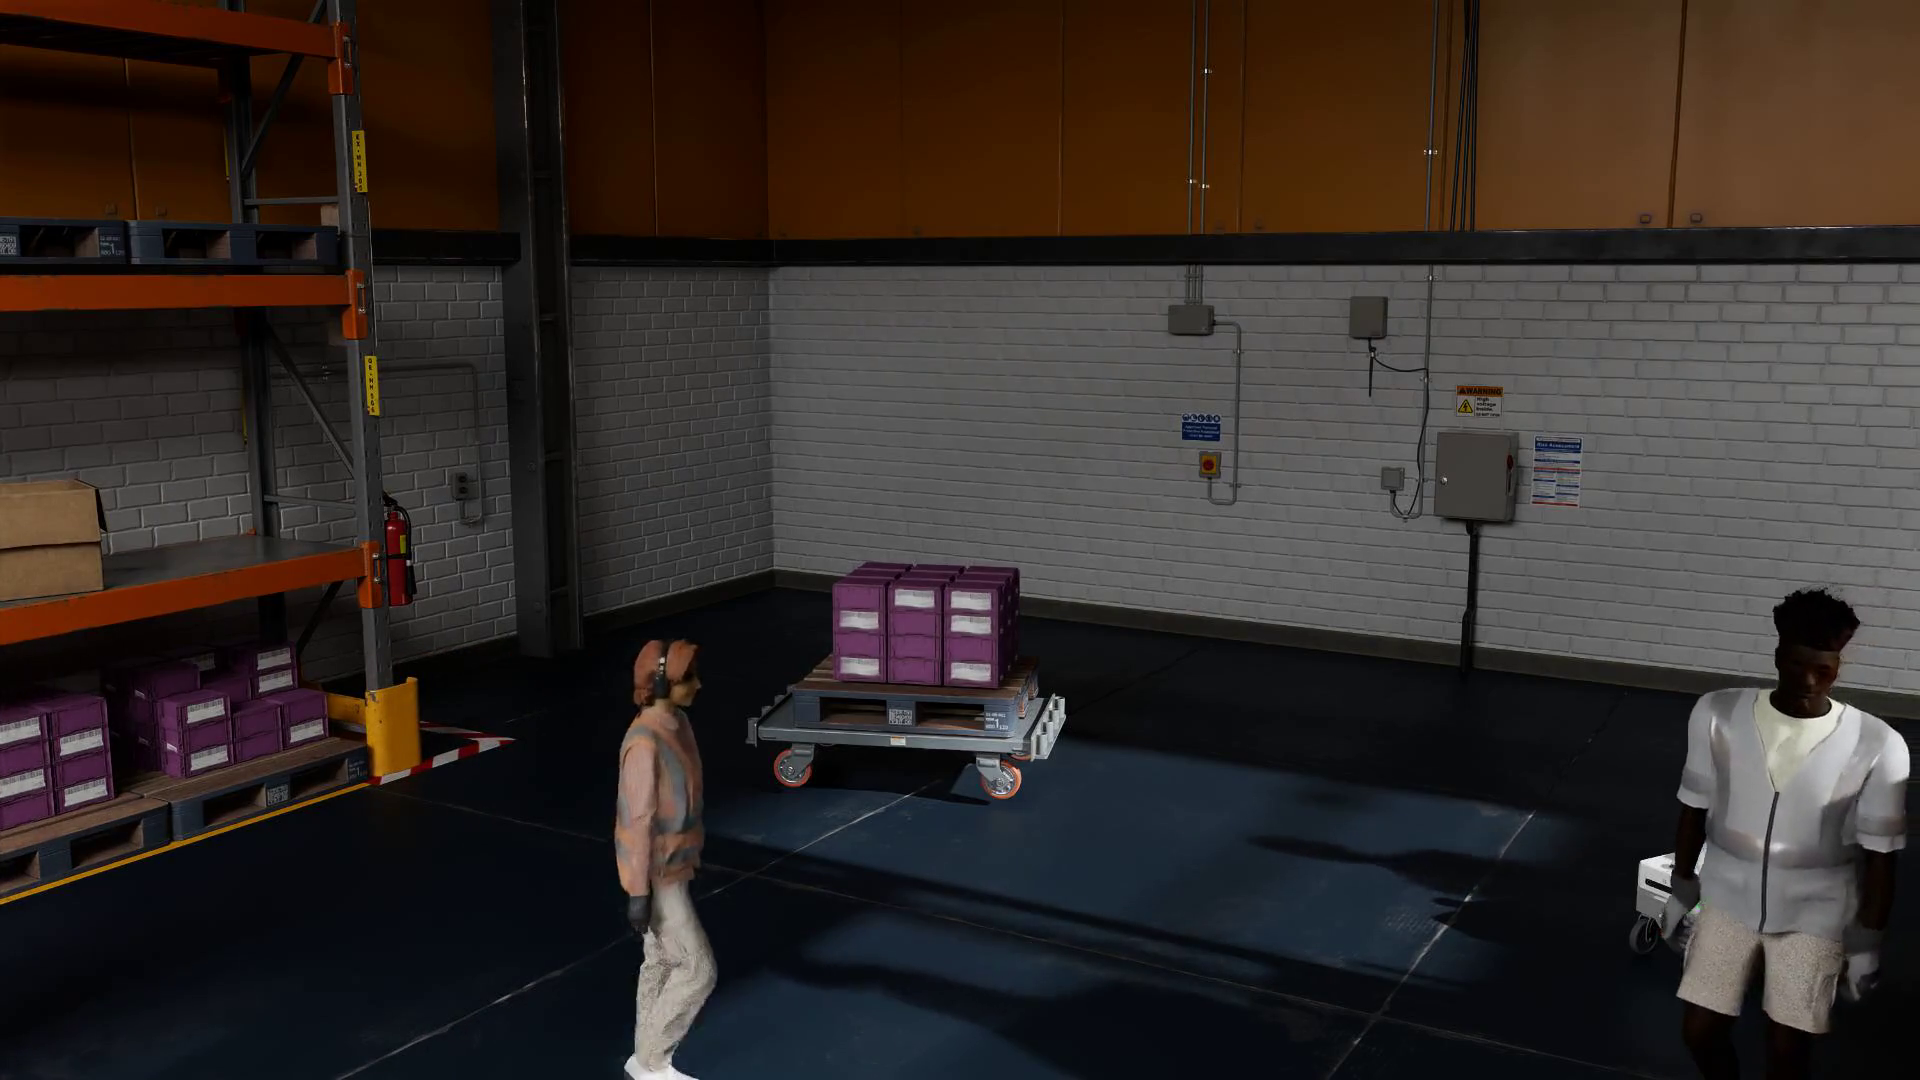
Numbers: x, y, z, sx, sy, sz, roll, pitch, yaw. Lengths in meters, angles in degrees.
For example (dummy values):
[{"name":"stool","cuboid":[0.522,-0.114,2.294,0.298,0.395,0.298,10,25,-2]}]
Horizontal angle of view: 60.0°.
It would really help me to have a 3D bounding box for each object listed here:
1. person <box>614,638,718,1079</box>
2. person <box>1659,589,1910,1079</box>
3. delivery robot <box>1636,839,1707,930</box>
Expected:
[{"name":"person","cuboid":[-0.981,1.132,5.635,0.382,1.623,0.538,0,9,2]},{"name":"person","cuboid":[2.395,1.092,4.897,0.634,1.943,0.417,7,11,37]},{"name":"delivery robot","cuboid":[3.163,1.417,6.911,0.707,0.478,0.477,-5,10,-27]}]
